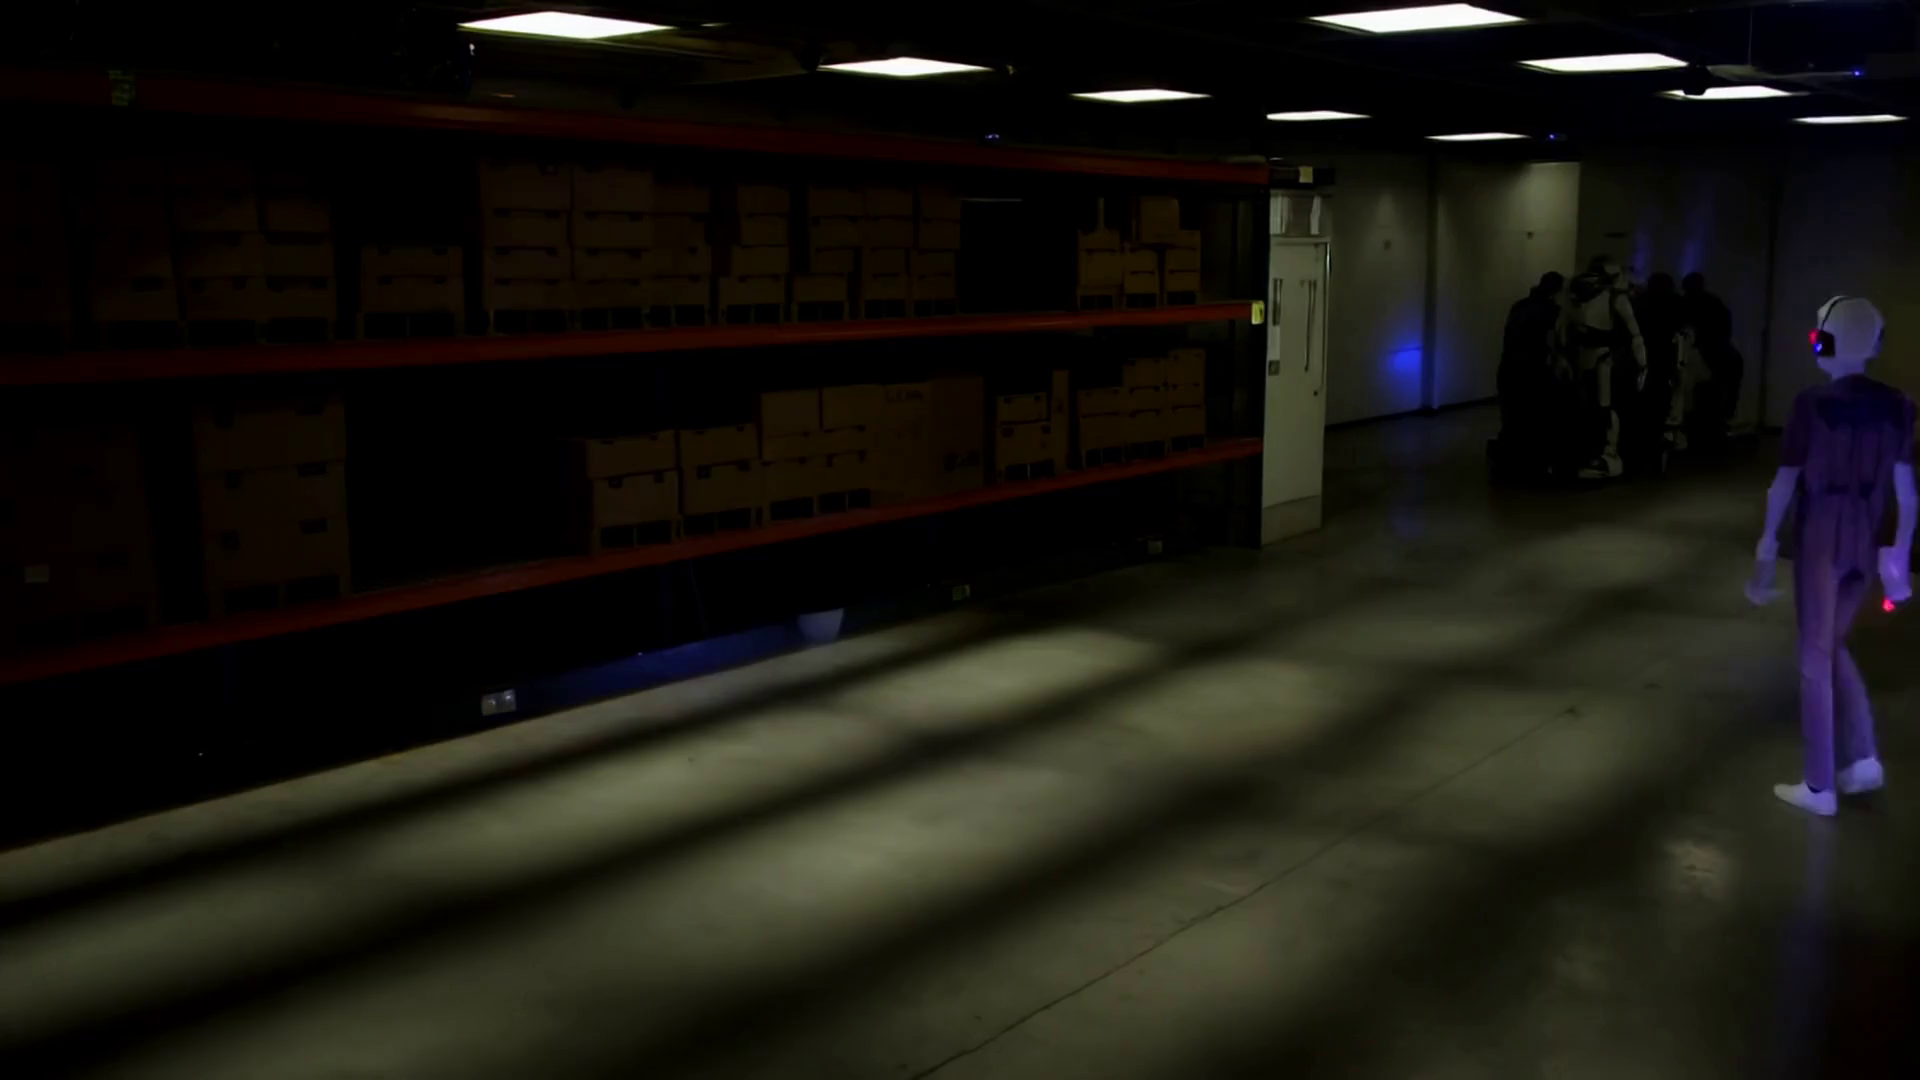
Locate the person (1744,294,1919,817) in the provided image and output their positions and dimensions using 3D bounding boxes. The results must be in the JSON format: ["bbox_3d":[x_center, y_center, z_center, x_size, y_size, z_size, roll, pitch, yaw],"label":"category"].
[{"bbox_3d":[3.089,0.064,5.928,0.505,1.857,0.406,-2,10,-12],"label":"person"}]
